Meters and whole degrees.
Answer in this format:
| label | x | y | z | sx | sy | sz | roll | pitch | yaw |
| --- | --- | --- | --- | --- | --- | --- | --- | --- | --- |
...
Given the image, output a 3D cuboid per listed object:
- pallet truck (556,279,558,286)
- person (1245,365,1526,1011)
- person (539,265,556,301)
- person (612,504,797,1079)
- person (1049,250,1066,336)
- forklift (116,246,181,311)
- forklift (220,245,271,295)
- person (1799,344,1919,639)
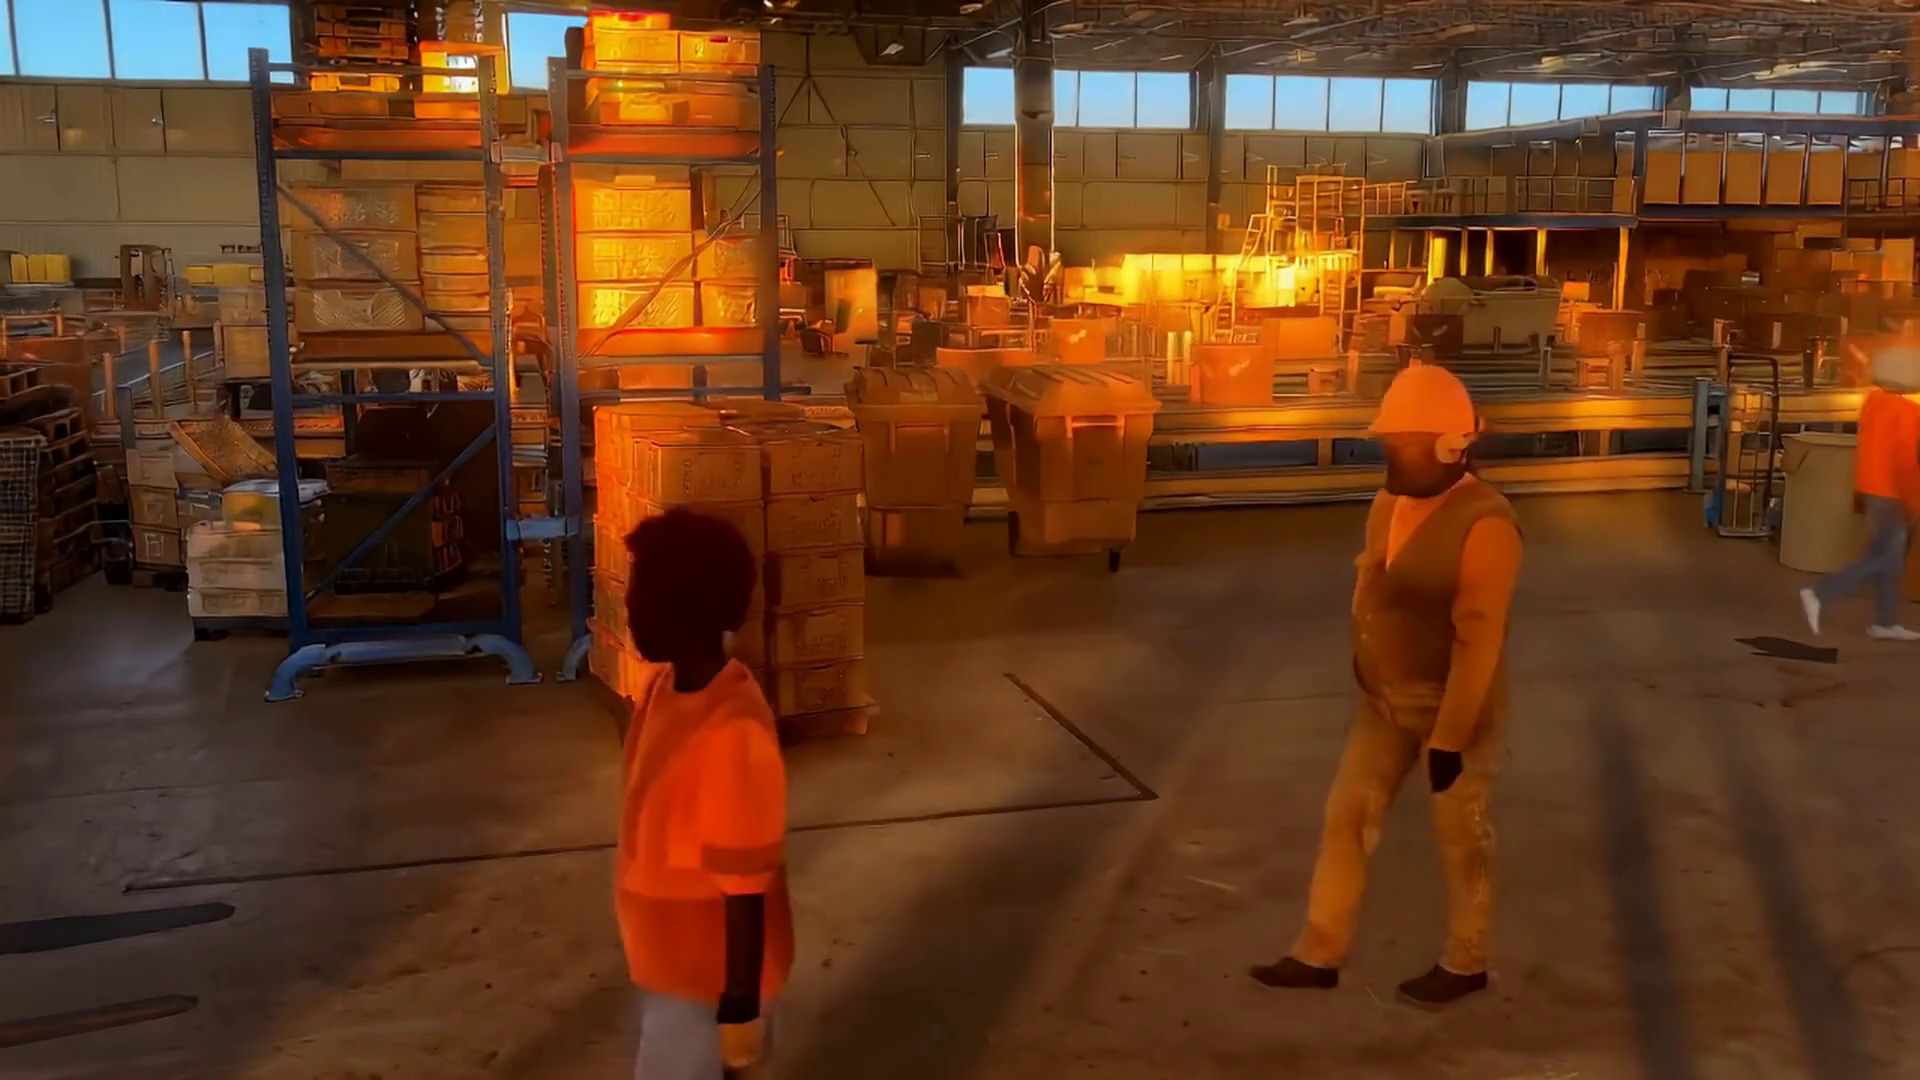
| label | x | y | z | sx | sy | sz | roll | pitch | yaw |
| --- | --- | --- | --- | --- | --- | --- | --- | --- | --- |
| pallet truck | -10.604 | -6.375 | 44.520 | 0.653 | 1.274 | 1.630 | -3 | 10 | -15 |
| person | 1.154 | 0.440 | 4.498 | 0.807 | 1.800 | 0.626 | -3 | 11 | -19 |
| person | -10.882 | -6.510 | 43.661 | 0.657 | 1.877 | 0.661 | 3 | 10 | 15 |
| person | -0.410 | 0.756 | 3.052 | 0.699 | 1.679 | 0.535 | -4 | 11 | -19 |
| person | 2.297 | -5.857 | 39.491 | 0.372 | 2.044 | 0.607 | 3 | 11 | 18 |
| forklift | -19.966 | -6.232 | 40.894 | 1.157 | 1.987 | 2.680 | -3 | 10 | -15 |
| forklift | -17.749 | -6.334 | 41.440 | 1.157 | 1.987 | 2.680 | -3 | 10 | -17 |
| person | 4.889 | -0.244 | 8.914 | 0.609 | 1.613 | 0.509 | 1 | 10 | 8 |
